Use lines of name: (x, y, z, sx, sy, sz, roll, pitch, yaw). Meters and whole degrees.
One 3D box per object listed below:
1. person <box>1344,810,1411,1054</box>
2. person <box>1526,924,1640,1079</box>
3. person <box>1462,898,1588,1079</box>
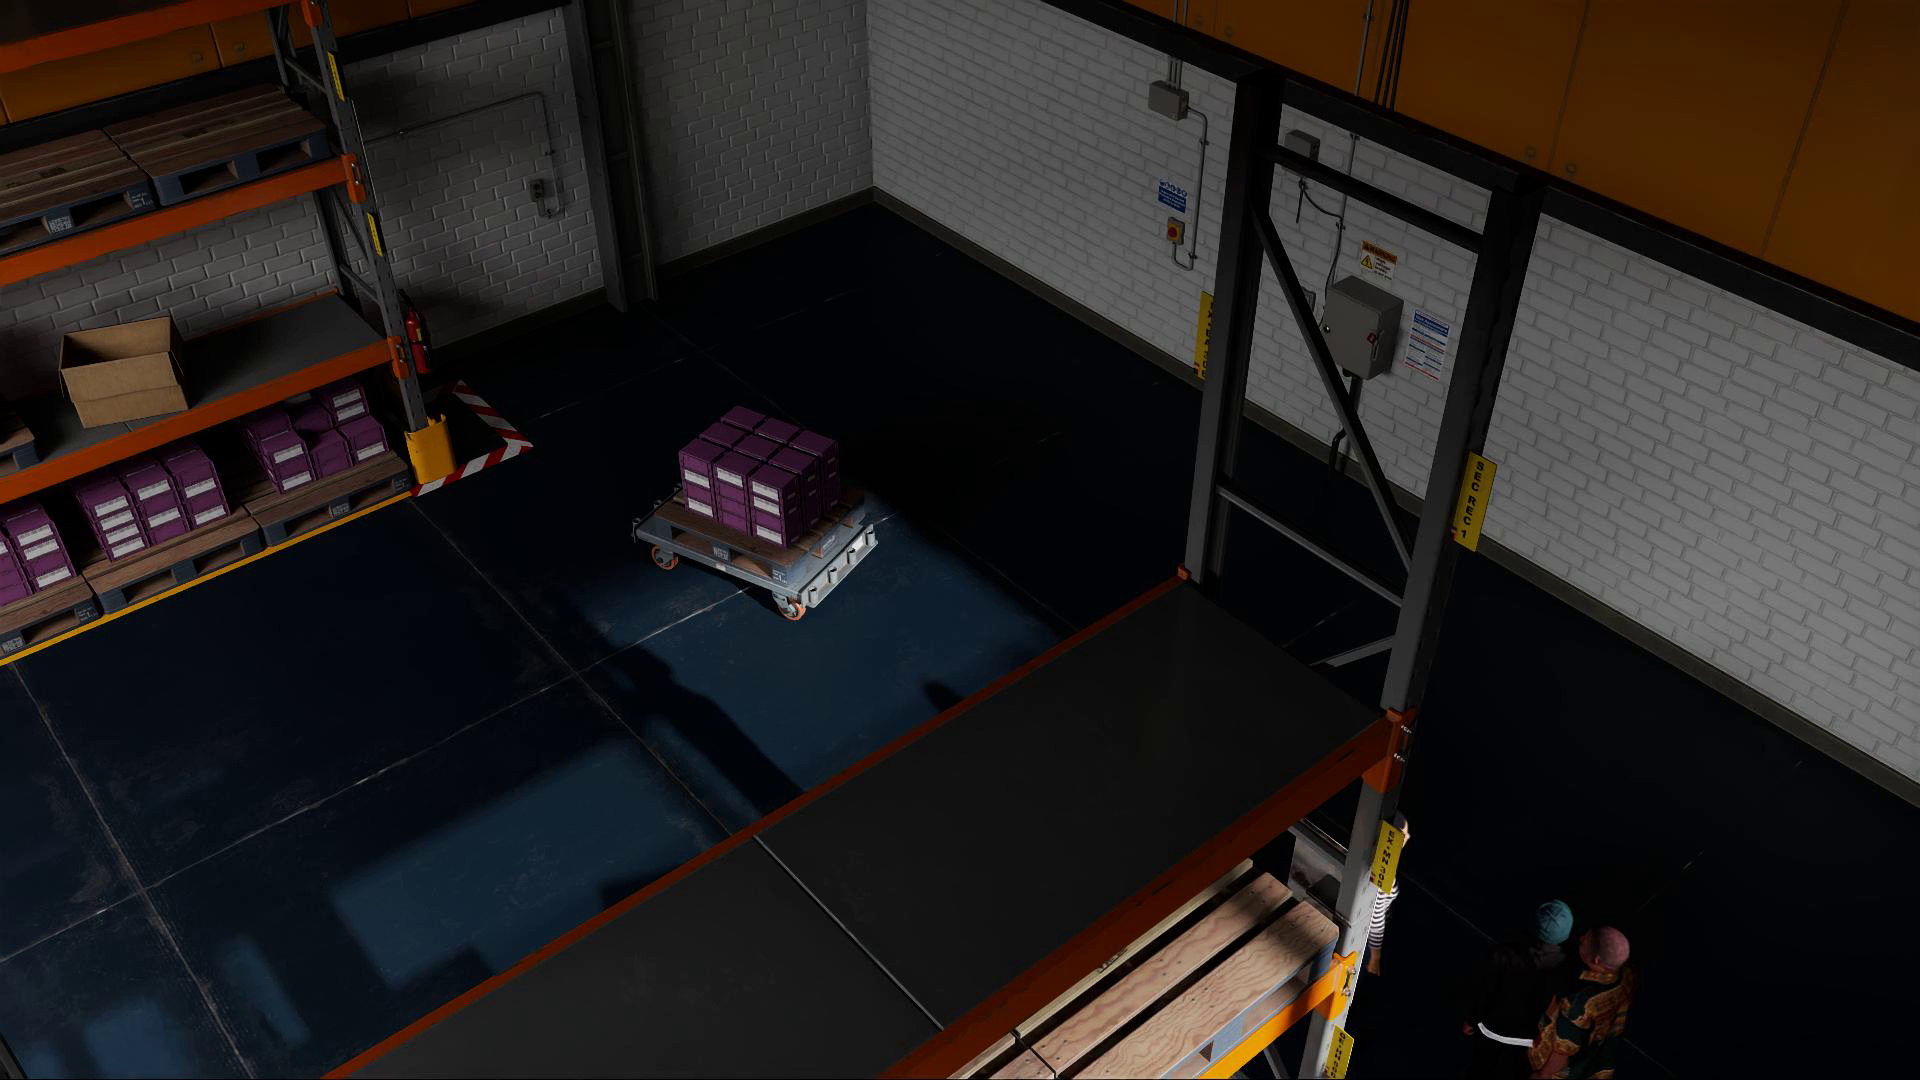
person: (2.124, 2.058, 8.810, 0.676, 1.797, 0.636, 0, 39, 0)
person: (3.019, 2.527, 8.215, 0.596, 1.806, 0.761, -30, 48, -32)
person: (2.792, 2.426, 8.334, 0.750, 1.817, 0.798, 5, 39, 6)
